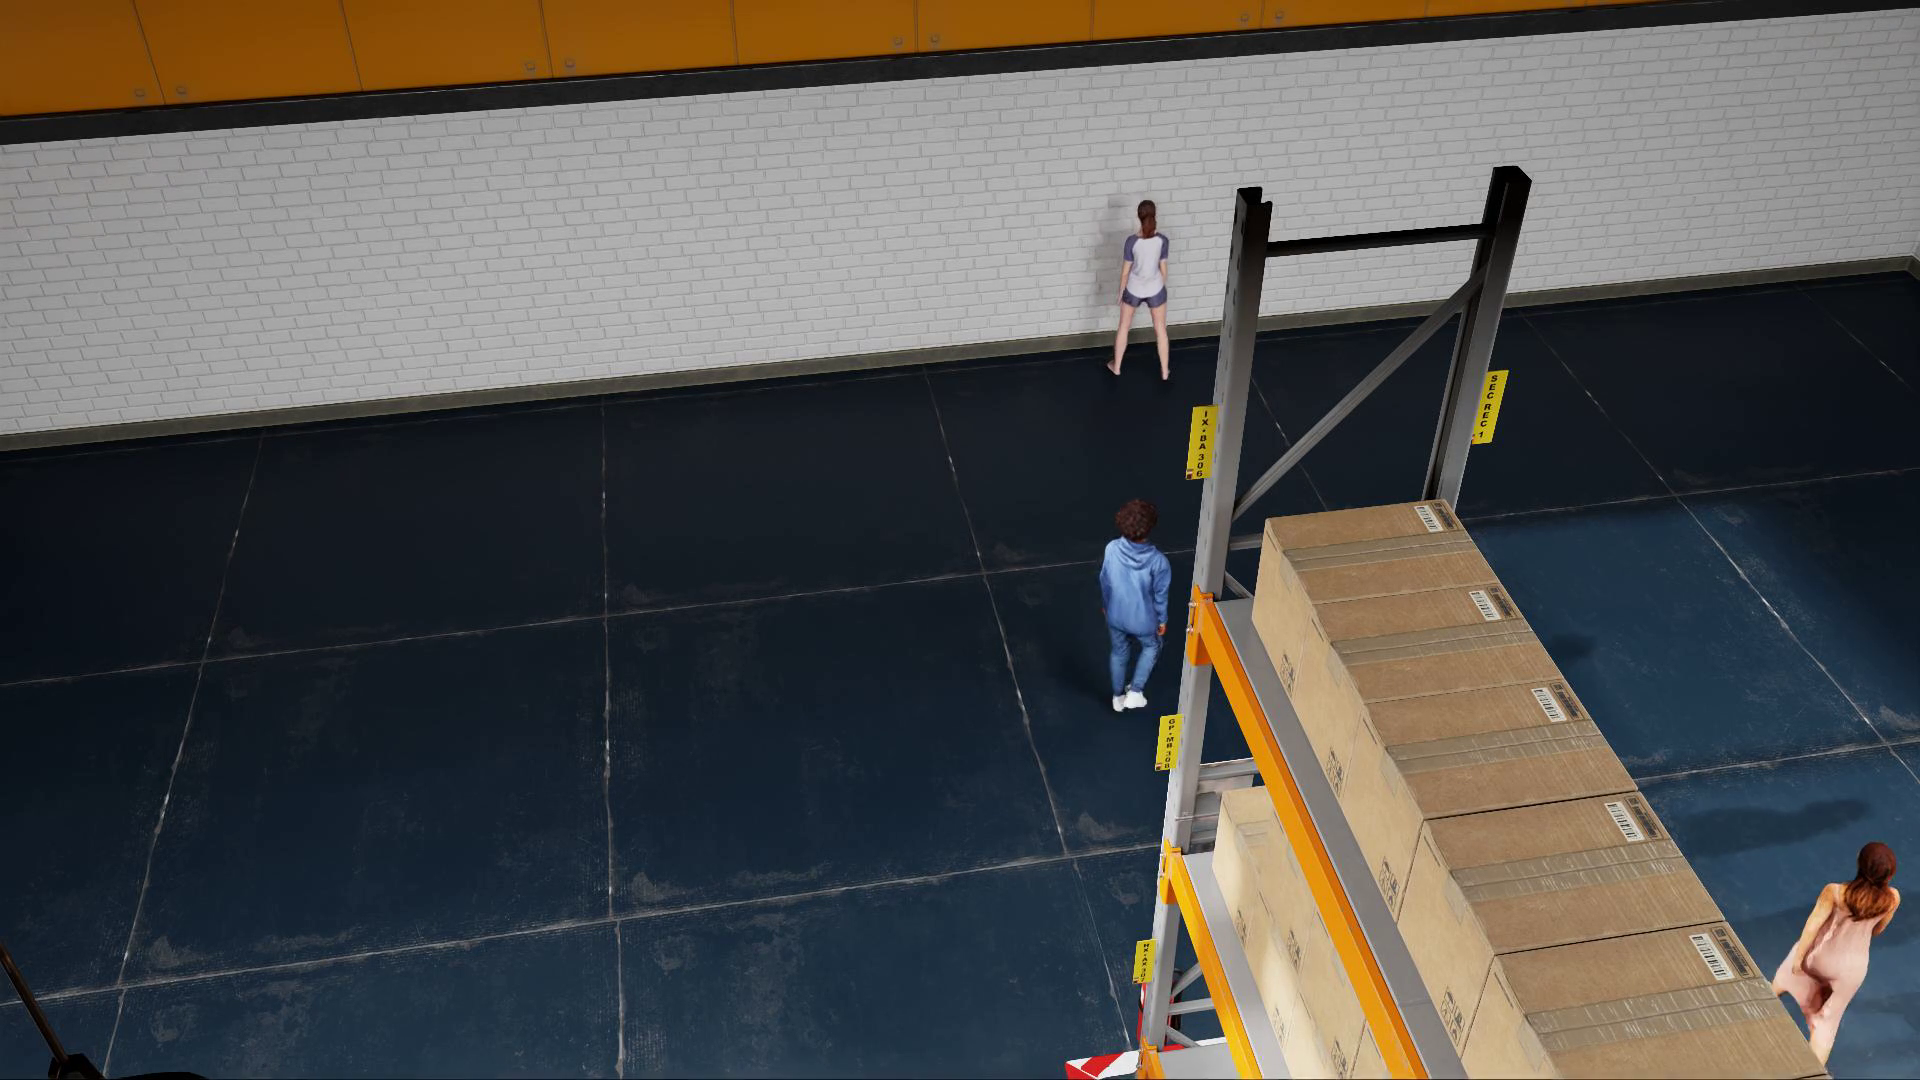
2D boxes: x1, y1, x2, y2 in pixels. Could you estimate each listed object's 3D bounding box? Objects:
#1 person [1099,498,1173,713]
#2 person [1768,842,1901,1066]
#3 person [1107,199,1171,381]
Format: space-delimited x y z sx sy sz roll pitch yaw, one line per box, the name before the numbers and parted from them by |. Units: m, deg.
person | 1.180 0.539 11.587 0.816 1.795 0.859 20 43 23
person | 4.861 2.421 9.237 0.925 1.788 1.197 10 40 12
person | 1.645 -2.267 15.128 0.773 1.760 0.648 0 39 0
